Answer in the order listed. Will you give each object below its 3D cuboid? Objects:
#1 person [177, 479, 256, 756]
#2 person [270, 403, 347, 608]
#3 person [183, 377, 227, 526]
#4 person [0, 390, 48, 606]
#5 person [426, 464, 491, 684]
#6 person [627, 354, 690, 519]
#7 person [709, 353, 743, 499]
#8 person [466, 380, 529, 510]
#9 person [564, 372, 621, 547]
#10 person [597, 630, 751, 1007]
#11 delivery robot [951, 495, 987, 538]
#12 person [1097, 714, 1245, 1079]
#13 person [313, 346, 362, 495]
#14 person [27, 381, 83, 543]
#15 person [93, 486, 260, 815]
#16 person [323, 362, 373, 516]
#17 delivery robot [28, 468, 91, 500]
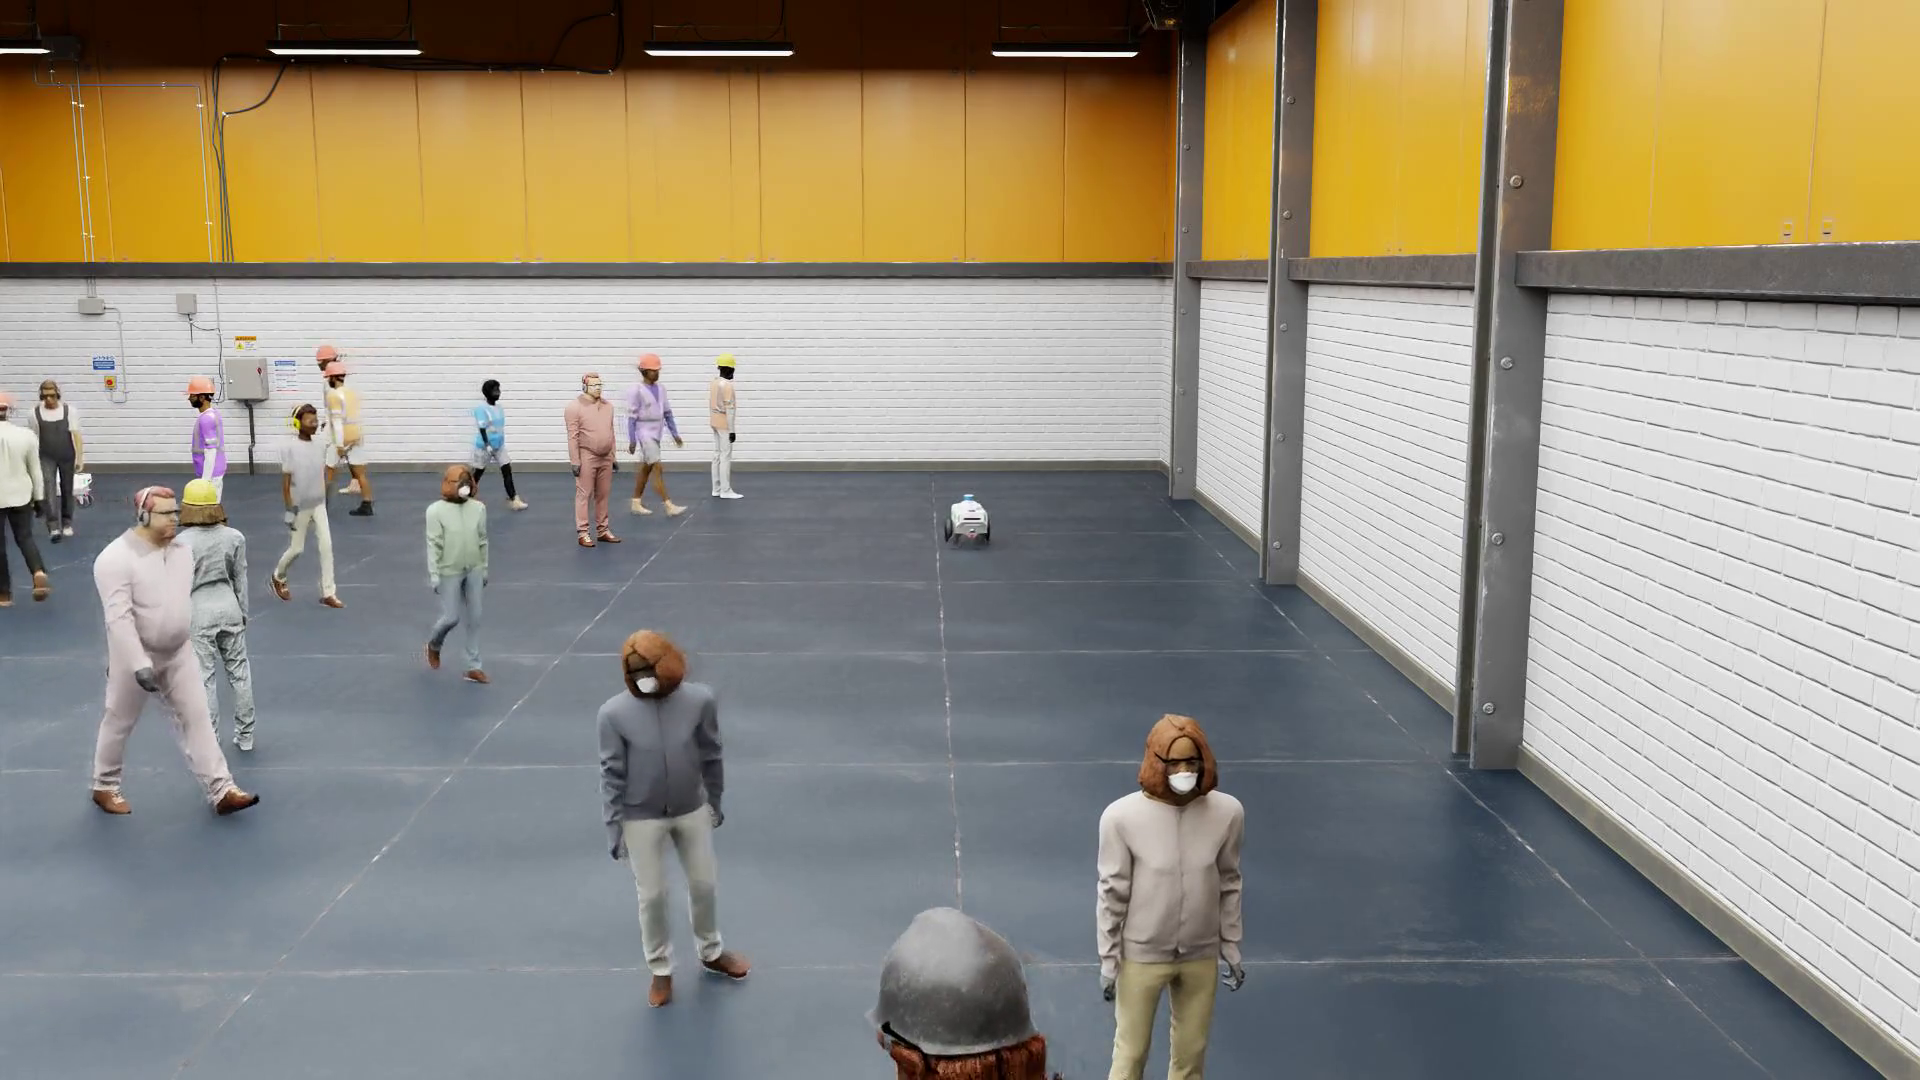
[{"bbox_3d":[-4.671,0.486,10.351,0.296,1.745,0.485,8,12,39],"label":"person"},{"bbox_3d":[-5.914,-0.315,14.976,0.848,1.848,0.524,6,11,33],"label":"person"},{"bbox_3d":[-7.715,-0.704,17.056,0.354,1.939,0.544,-3,10,-20],"label":"person"},{"bbox_3d":[-8.517,-0.365,14.876,0.675,1.978,0.622,8,13,42],"label":"person"},{"bbox_3d":[-3.698,0.238,12.228,0.528,1.619,0.512,8,12,41],"label":"person"},{"bbox_3d":[-3.662,-1.256,20.238,1.001,1.994,0.637,4,10,25],"label":"person"},{"bbox_3d":[-3.105,-1.506,22.008,0.387,1.926,0.591,-5,11,-30],"label":"person"},{"bbox_3d":[-5.907,-1.189,20.908,0.885,1.653,0.535,4,10,25],"label":"person"},{"bbox_3d":[-4.011,-0.887,18.275,0.408,1.909,0.642,7,11,36],"label":"person"},{"bbox_3d":[-1.195,1.132,6.829,0.580,1.597,0.415,-4,10,-25],"label":"person"},{"bbox_3d":[0.099,-0.252,18.227,0.477,0.478,0.707,-1,9,-6],"label":"delivery robot"},{"bbox_3d":[0.682,1.353,5.375,0.503,1.631,0.274,-2,10,-14],"label":"person"},{"bbox_3d":[-8.464,-1.583,22.241,0.890,2.009,0.616,-1,9,-7],"label":"person"},{"bbox_3d":[-10.071,-0.874,18.553,0.511,1.782,0.999,-6,11,-32],"label":"person"},{"bbox_3d":[-4.426,0.631,9.154,1.054,1.851,0.638,4,10,25],"label":"person"},{"bbox_3d":[-7.668,-1.229,20.426,0.965,1.885,0.556,2,10,13],"label":"person"},{"bbox_3d":[-11.420,-0.717,21.080,0.707,0.478,0.477,-3,10,-16],"label":"delivery robot"}]
